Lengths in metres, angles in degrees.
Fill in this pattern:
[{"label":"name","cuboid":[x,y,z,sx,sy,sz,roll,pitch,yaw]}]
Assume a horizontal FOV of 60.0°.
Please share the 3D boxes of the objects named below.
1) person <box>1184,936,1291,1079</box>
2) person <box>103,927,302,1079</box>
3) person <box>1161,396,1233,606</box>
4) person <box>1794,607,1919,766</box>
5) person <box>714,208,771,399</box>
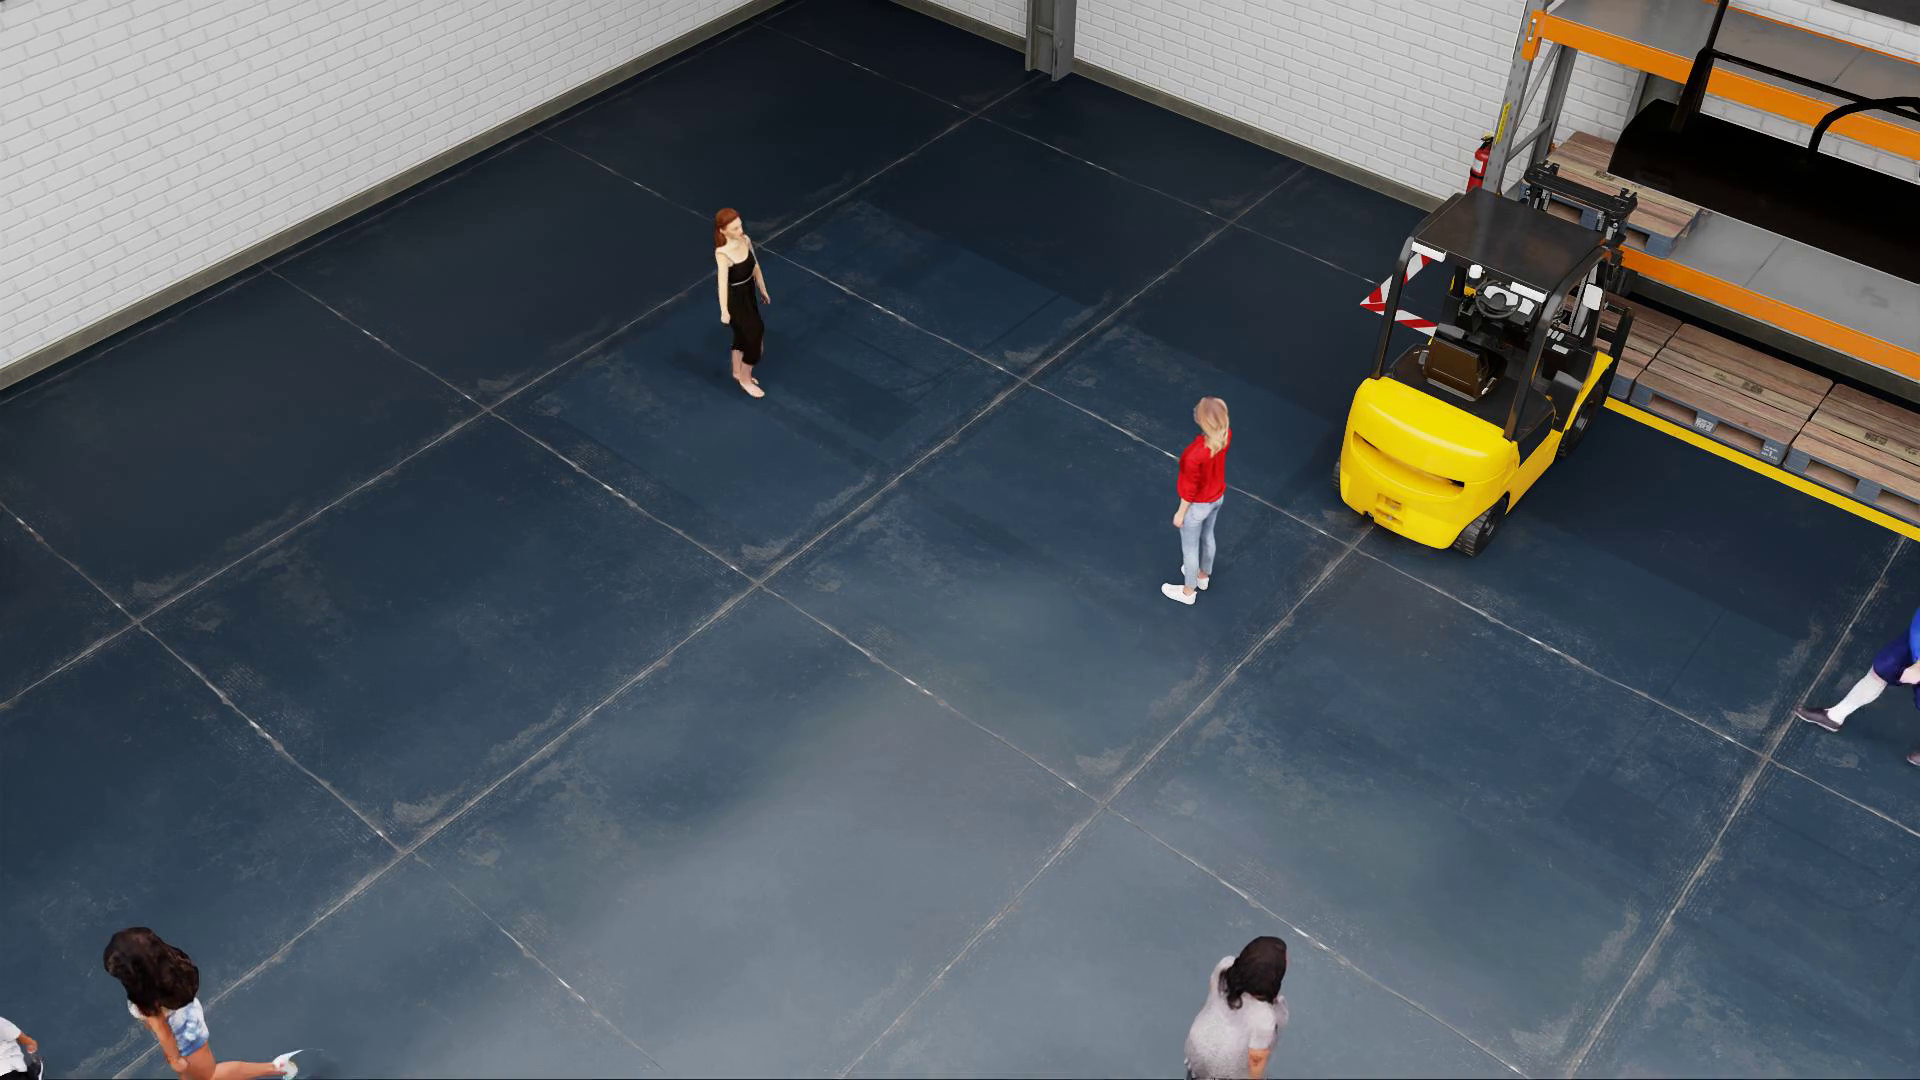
[{"label":"person","cuboid":[1.329,2.495,8.204,0.827,1.595,0.744,-19,47,-18]},{"label":"person","cuboid":[-3.815,2.415,8.276,0.826,1.609,0.930,-21,47,-20]},{"label":"person","cuboid":[1.596,-0.263,11.018,0.488,1.705,0.609,30,51,28]},{"label":"person","cuboid":[5.900,0.703,9.939,1.286,1.794,0.970,13,45,14]},{"label":"person","cuboid":[-1.762,-1.858,12.758,0.710,1.615,0.652,16,46,17]}]
